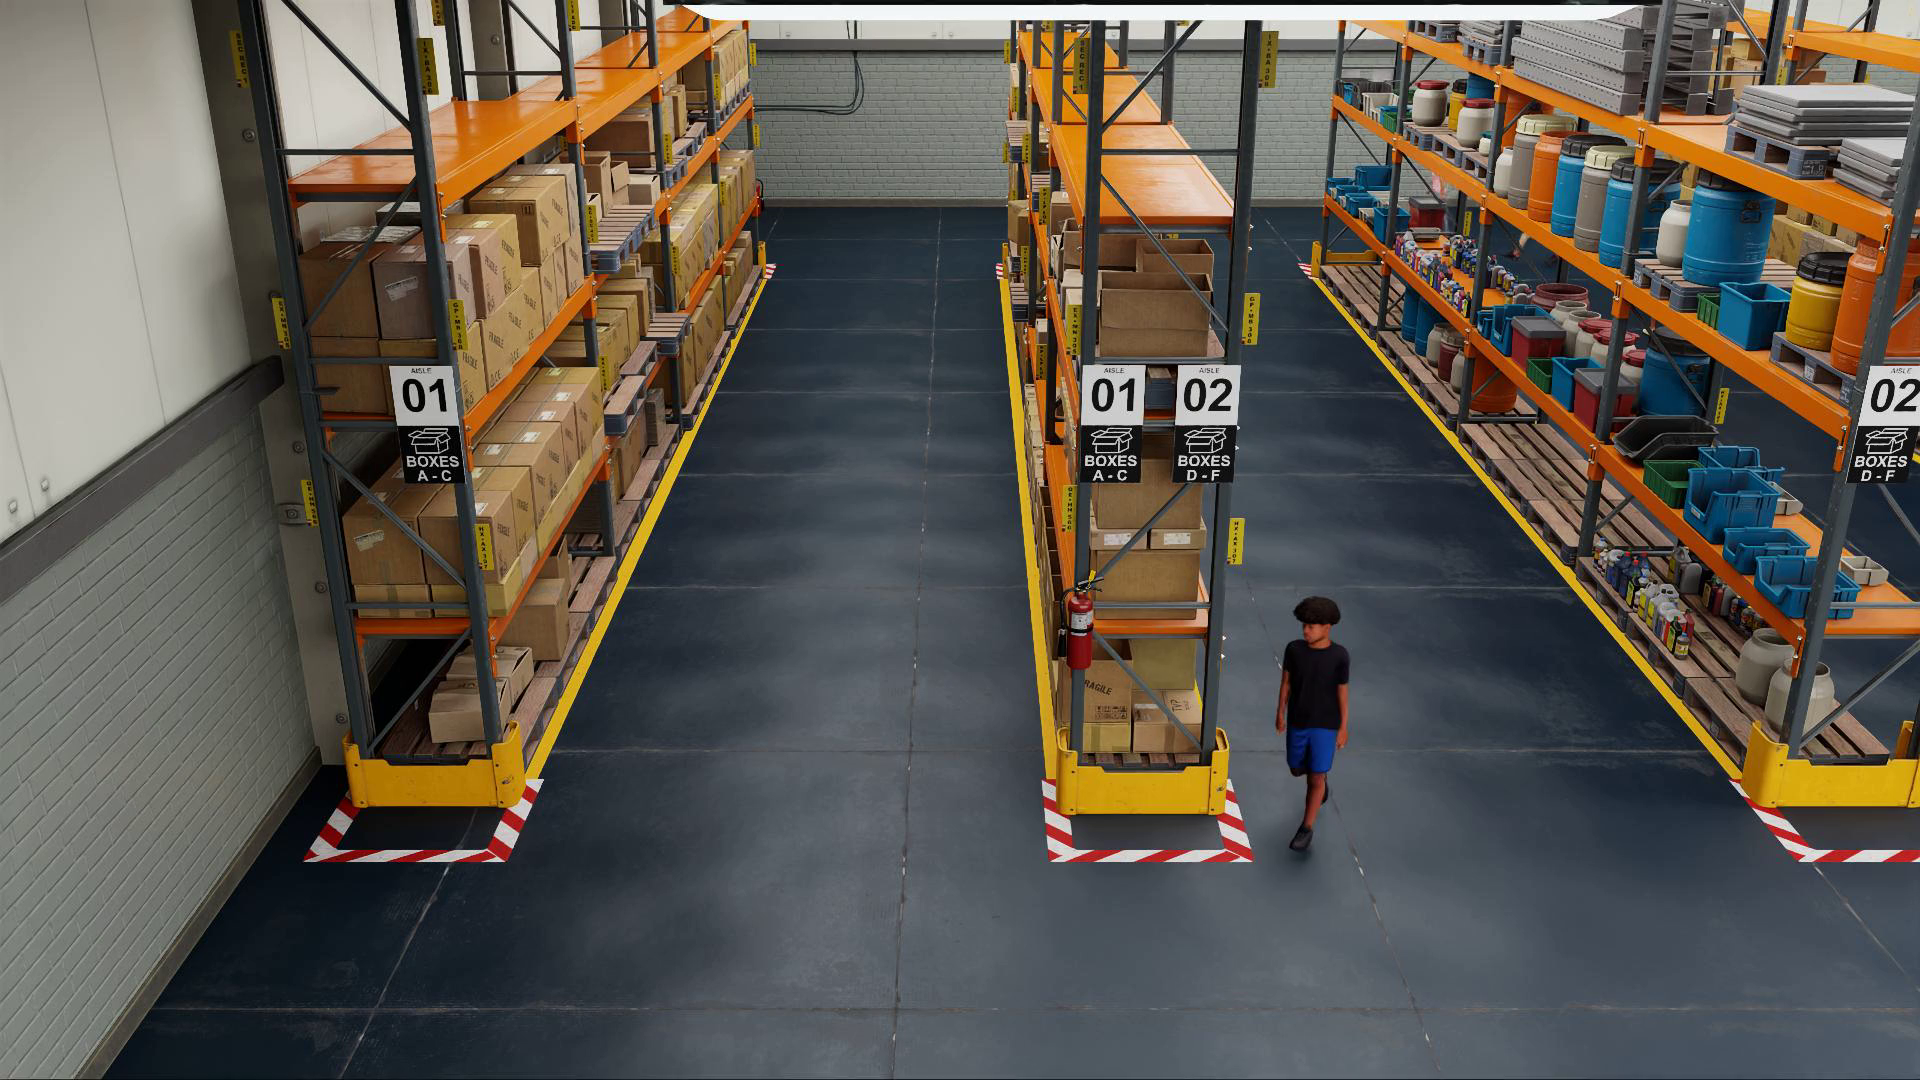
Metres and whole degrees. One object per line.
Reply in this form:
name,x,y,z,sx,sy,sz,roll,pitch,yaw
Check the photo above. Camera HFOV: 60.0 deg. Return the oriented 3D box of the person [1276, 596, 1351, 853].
person,2.369,1.160,11.022,0.932,1.768,1.126,9,24,21
